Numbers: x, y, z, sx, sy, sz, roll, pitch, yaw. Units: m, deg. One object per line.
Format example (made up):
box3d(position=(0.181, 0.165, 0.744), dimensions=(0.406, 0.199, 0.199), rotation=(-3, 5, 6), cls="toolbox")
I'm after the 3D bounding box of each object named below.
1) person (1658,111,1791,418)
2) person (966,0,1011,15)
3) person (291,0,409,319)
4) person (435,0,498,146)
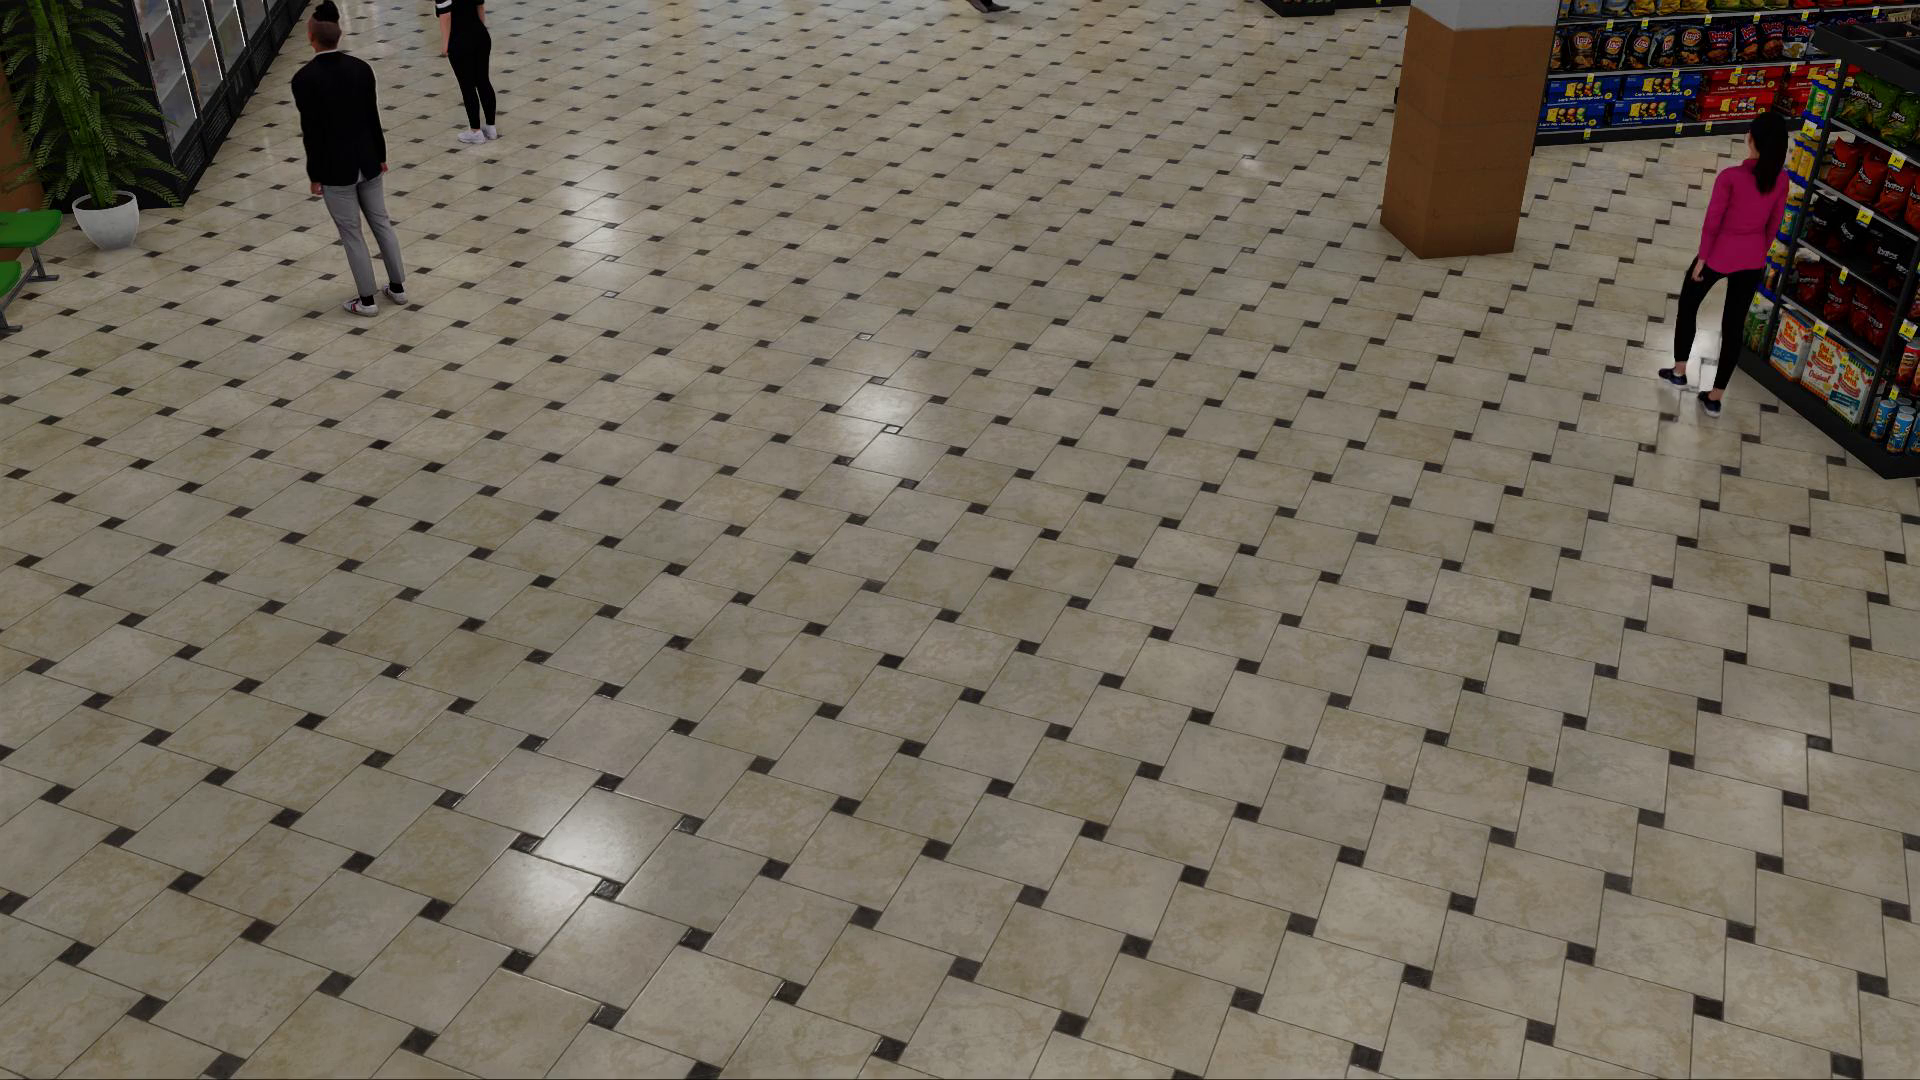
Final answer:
box3d(position=(4.259, -1.468, 9.109), dimensions=(0.736, 1.682, 0.729), rotation=(0, 32, 1), cls="person")
box3d(position=(0.193, -6.141, 16.448), dimensions=(0.823, 1.862, 0.825), rotation=(5, 32, 9), cls="person")
box3d(position=(-3.771, -2.344, 10.263), dimensions=(0.849, 1.950, 0.775), rotation=(22, 38, 31), cls="person")
box3d(position=(-3.912, -3.970, 13.170), dimensions=(0.771, 1.639, 0.709), rotation=(21, 37, 30), cls="person")
